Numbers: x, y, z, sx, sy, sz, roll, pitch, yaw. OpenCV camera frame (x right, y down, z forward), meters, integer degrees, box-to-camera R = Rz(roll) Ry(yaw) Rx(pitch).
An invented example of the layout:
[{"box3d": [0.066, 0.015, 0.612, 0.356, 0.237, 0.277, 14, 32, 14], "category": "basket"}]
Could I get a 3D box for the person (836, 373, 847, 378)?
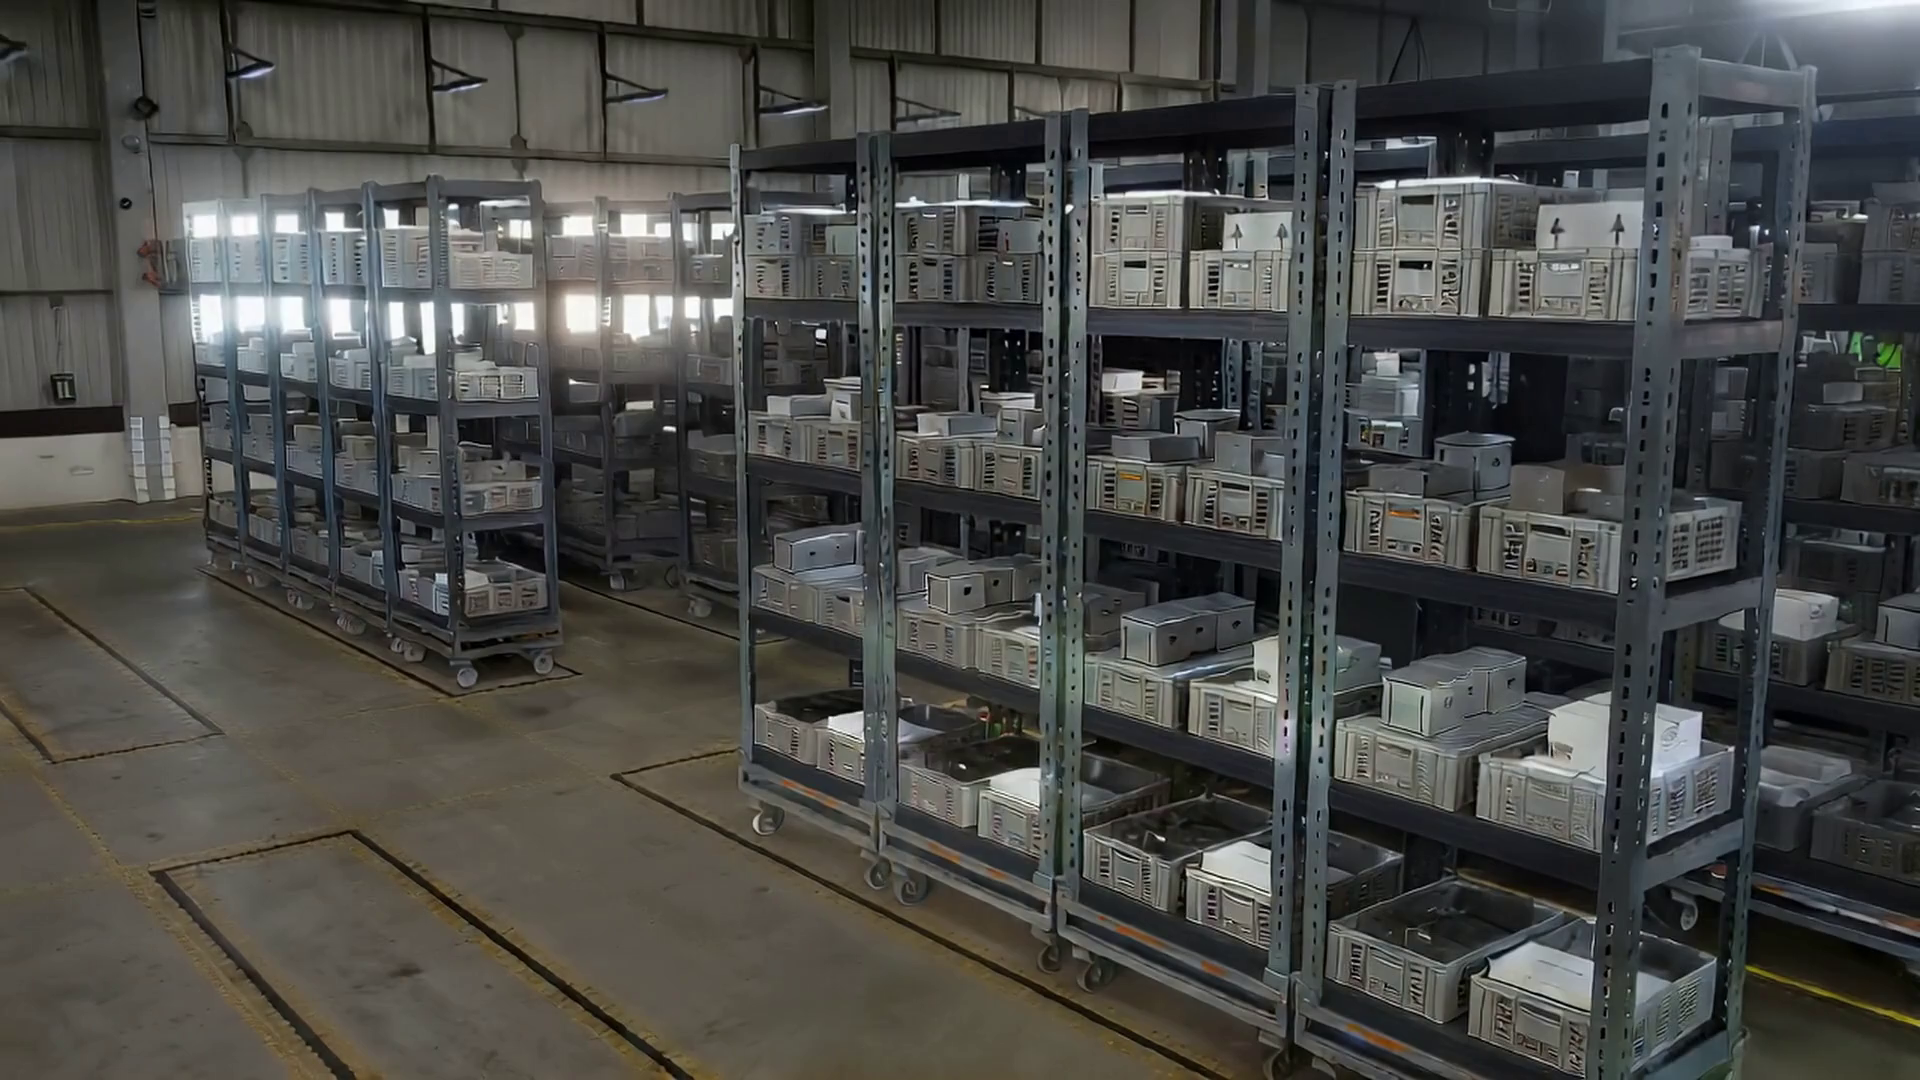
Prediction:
[{"box3d": [-1.323, -1.042, 18.982, 0.570, 1.840, 0.375, -8, 12, -39], "category": "person"}]
